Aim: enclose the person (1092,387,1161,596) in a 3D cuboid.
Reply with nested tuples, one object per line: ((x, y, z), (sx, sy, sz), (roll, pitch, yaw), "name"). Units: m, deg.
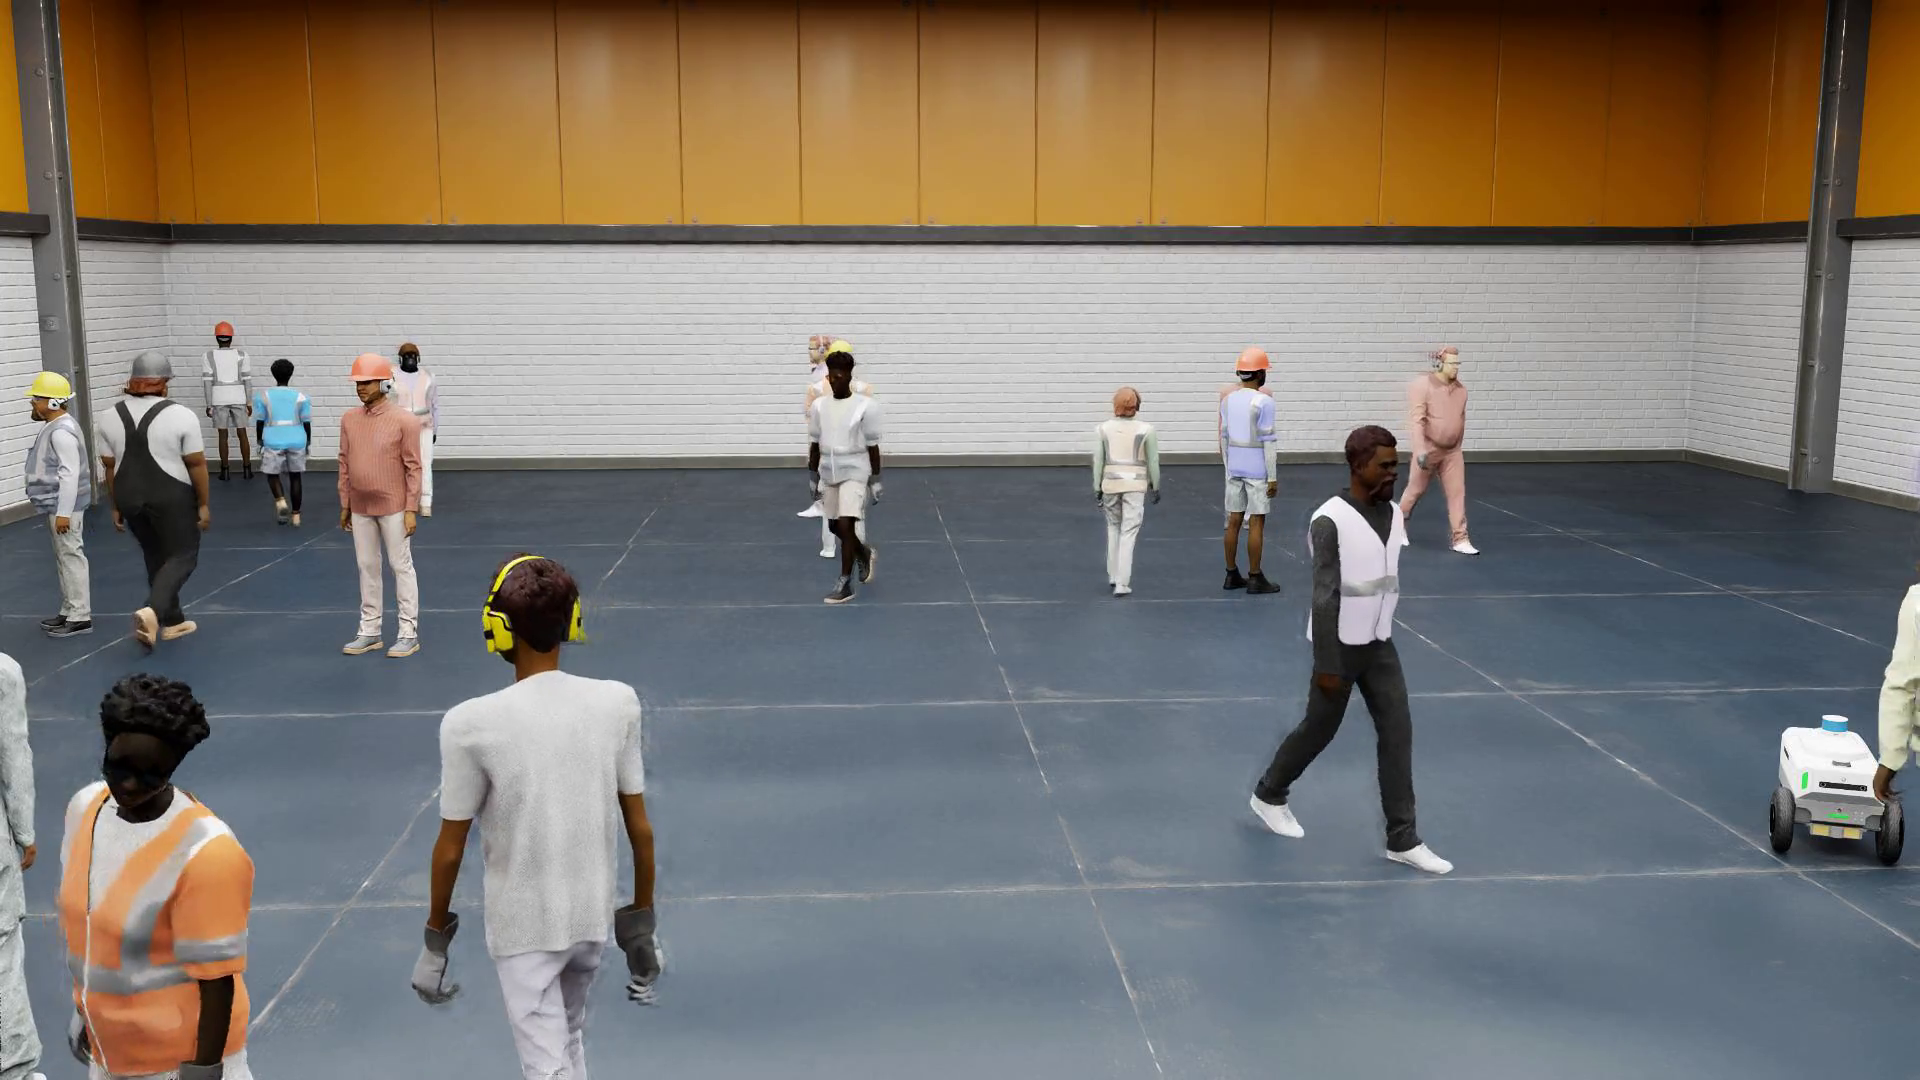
((1.328, -0.388, 13.093), (0.512, 1.618, 0.679), (4, 10, 26), "person")

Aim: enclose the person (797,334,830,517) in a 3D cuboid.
((-1.389, -1.171, 17.154), (0.535, 1.893, 0.669), (-1, 9, -5), "person")

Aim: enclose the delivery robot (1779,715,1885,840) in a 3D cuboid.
((3.840, 1.016, 7.334), (0.477, 0.478, 0.707), (3, 10, 20), "delivery robot")

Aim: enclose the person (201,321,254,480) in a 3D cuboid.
((-8.943, -1.695, 20.324), (0.547, 1.938, 0.379), (-5, 10, -28), "person")

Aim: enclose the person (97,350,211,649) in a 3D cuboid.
((-5.399, -0.287, 11.158), (0.690, 2.000, 0.839), (1, 9, 5), "person")

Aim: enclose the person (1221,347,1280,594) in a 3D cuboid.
((2.291, -0.545, 13.090), (0.352, 1.942, 0.545), (-7, 11, -36), "person")

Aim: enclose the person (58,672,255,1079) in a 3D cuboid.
((-1.713, 1.097, 3.613), (0.621, 1.679, 0.341), (6, 11, 33), "person")

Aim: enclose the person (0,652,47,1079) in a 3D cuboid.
((-2.980, 0.867, 4.883), (0.484, 1.737, 0.322), (-4, 10, -22), "person")

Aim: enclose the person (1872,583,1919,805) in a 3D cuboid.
((3.328, 0.740, 5.445), (0.581, 1.809, 0.596), (-7, 11, -37), "person")

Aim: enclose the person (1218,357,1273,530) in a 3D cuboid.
((2.791, -0.948, 16.243), (0.526, 1.751, 0.523), (1, 9, 7), "person")

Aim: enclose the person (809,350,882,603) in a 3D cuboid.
((-0.861, -0.519, 12.966), (0.613, 1.941, 0.851), (5, 10, 27), "person")

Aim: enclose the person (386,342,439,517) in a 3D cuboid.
((-5.778, -1.173, 17.445), (0.616, 1.816, 0.877), (-4, 10, -25), "person")

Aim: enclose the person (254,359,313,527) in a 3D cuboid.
((-6.645, -0.943, 16.389), (0.545, 1.680, 0.468), (-5, 10, -27), "person")

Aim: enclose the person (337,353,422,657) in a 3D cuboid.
((-3.814, -0.226, 10.924), (0.611, 1.995, 0.375), (3, 9, 16), "person")

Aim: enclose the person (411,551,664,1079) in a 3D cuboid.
((-1.064, 0.943, 4.050), (0.524, 1.840, 0.781), (-9, 13, -44), "person")

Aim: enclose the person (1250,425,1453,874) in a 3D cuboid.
((1.673, 0.431, 7.163), (0.599, 1.881, 0.959), (-8, 12, -41), "person")

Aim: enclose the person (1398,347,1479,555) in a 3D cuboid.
((4.320, -0.830, 15.150), (0.651, 1.862, 0.986), (-3, 10, -20), "person")

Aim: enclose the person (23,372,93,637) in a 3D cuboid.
((-6.270, -0.251, 11.572), (0.403, 1.837, 0.591), (-6, 11, -33), "person")

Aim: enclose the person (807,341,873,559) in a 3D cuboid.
((-1.048, -0.789, 14.665), (0.593, 1.926, 0.366), (-1, 9, -8), "person")
